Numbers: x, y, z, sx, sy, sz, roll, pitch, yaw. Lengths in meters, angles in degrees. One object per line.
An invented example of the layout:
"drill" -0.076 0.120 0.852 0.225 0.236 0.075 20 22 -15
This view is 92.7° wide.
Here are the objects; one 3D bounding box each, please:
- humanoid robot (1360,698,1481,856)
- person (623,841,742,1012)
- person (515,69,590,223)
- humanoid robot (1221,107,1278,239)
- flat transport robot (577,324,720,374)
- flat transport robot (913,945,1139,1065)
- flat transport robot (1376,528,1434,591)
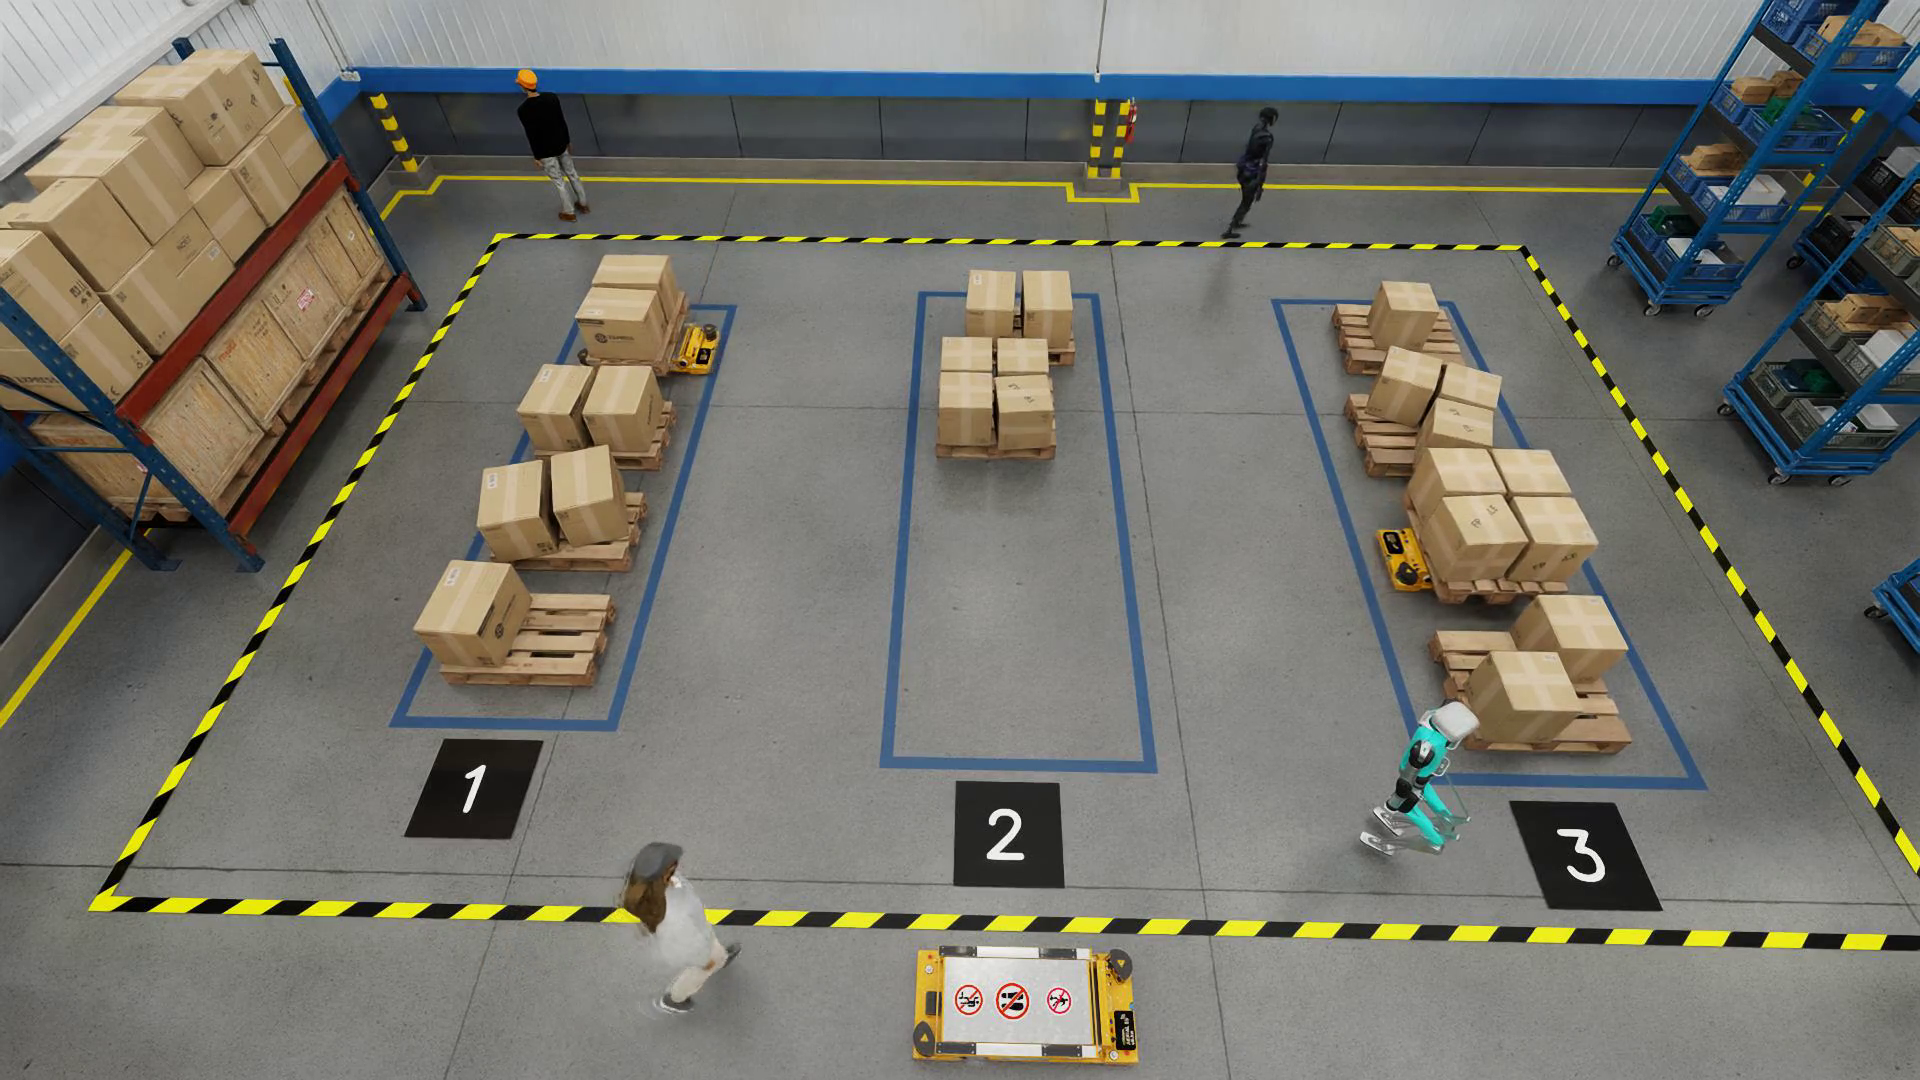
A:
"humanoid robot" 3.163 1.697 6.071 0.735 1.673 0.533 36 59 26
"person" -1.722 2.380 5.592 0.541 1.728 0.618 -29 57 -22
"person" -5.098 -4.898 11.436 0.363 1.883 0.589 25 55 19
"humanoid robot" 3.588 -4.482 11.232 0.463 1.644 0.593 -7 51 -5
"flat transport robot" -3.467 -2.148 10.218 1.431 0.197 0.652 1 51 1
"flat transport robot" 0.422 3.041 6.007 1.431 0.231 0.659 1 51 1
"flat transport robot" 4.625 0.154 8.342 1.431 0.197 0.652 1 51 1
